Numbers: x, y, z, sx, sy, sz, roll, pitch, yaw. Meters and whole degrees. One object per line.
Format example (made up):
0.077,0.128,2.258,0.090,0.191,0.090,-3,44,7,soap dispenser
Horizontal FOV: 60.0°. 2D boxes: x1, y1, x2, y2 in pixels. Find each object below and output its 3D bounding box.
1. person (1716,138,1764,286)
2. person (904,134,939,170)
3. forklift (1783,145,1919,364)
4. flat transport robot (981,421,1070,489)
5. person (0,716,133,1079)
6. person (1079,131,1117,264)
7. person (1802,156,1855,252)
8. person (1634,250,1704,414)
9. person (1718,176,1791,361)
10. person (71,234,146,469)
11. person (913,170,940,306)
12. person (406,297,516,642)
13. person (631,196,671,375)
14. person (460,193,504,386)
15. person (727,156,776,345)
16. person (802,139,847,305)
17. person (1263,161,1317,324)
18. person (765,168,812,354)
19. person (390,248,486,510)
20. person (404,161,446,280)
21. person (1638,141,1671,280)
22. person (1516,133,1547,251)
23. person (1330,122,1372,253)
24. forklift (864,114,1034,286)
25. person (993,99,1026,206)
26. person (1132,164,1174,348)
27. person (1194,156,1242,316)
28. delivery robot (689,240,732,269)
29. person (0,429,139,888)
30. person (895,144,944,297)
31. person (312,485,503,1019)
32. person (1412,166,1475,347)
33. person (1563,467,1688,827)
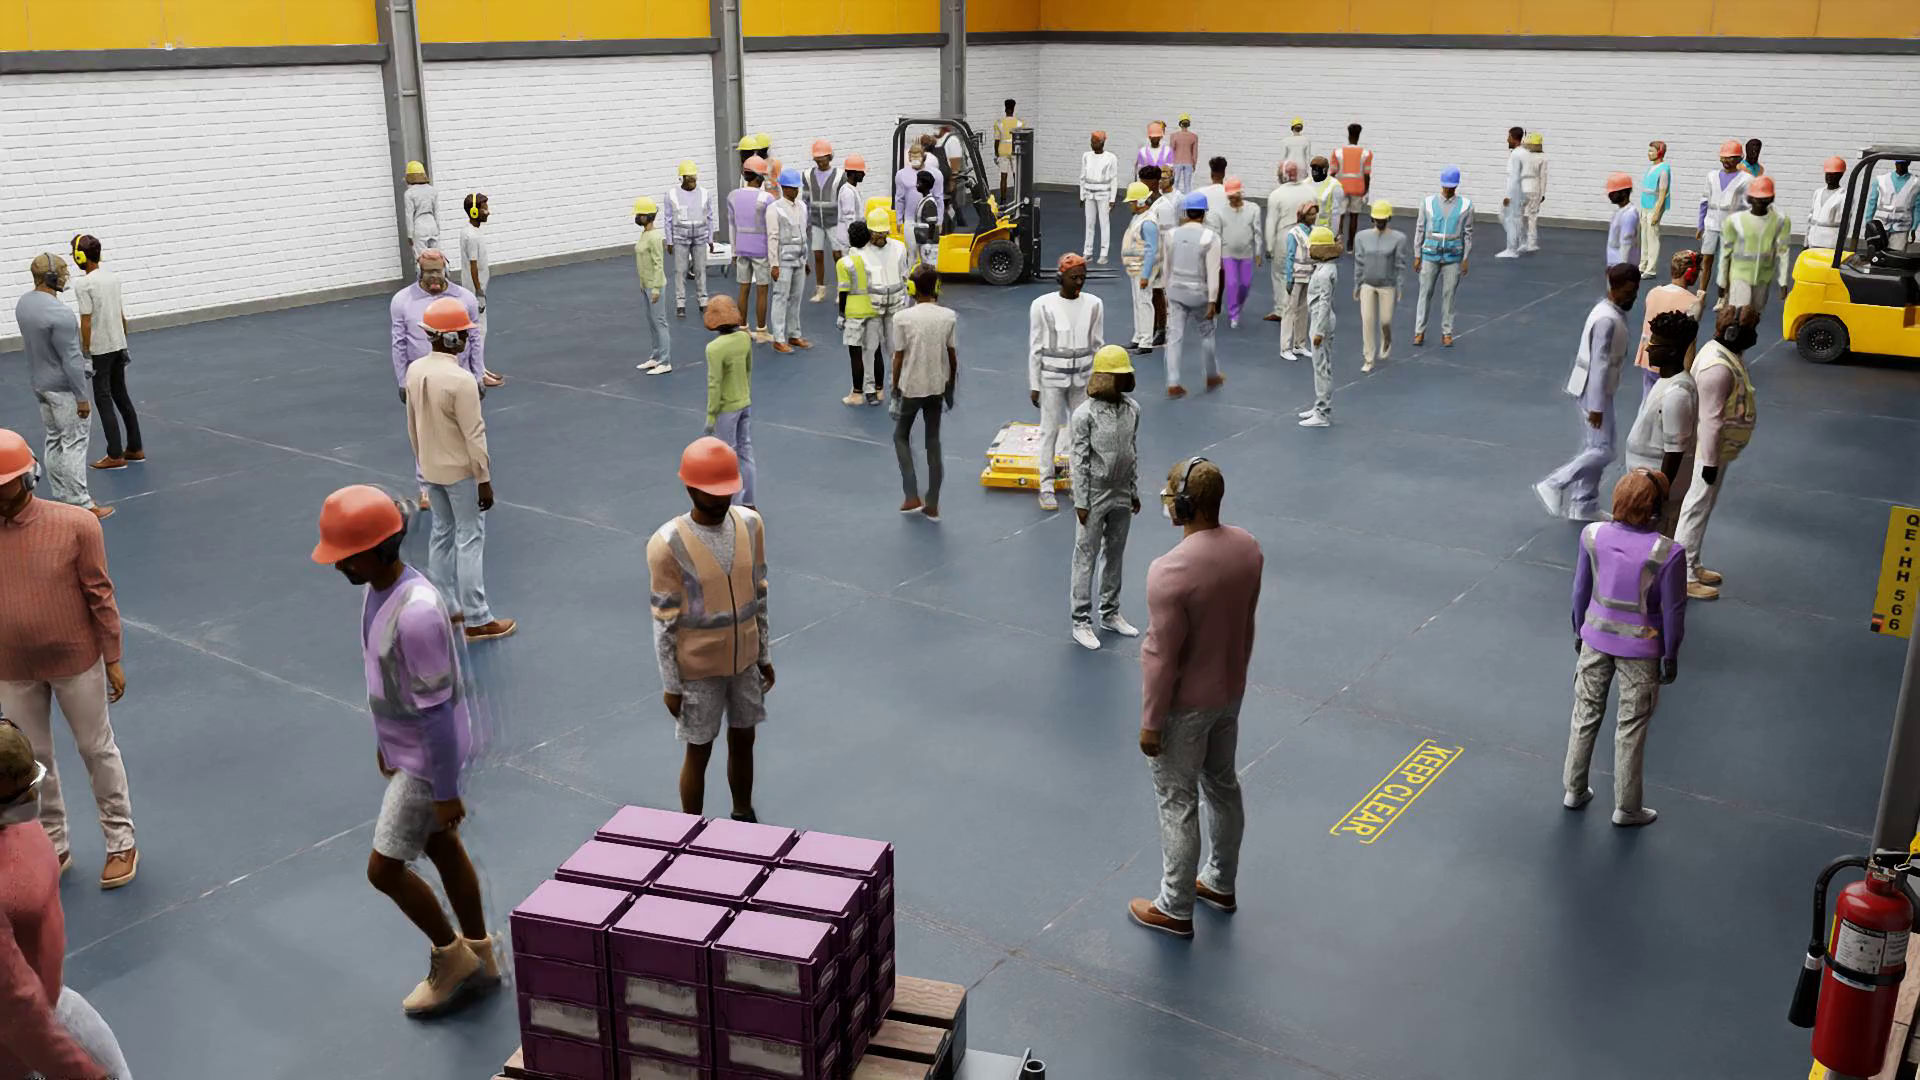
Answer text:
10.360,-4.353,22.073,0.590,1.916,0.391,-10,20,-29,person
-0.634,-5.003,24.305,0.764,1.810,0.434,10,20,28,person
9.803,-2.879,17.013,2.313,2.155,1.214,12,21,33,forklift
0.594,-0.696,13.296,0.652,0.197,1.431,3,18,9,flat transport robot
-2.380,1.313,4.409,0.934,1.877,0.657,-5,18,-15,person
1.975,-4.919,23.896,0.573,1.884,0.359,12,21,32,person
9.909,-3.415,19.104,0.355,1.939,0.552,-6,19,-18,person
5.307,-1.259,12.526,0.387,1.837,0.562,-4,18,-12,person
7.840,-2.599,16.477,0.610,1.993,1.053,3,18,10,person
-6.808,-1.492,13.230,0.330,1.856,0.531,3,18,8,person
-0.406,-3.595,20.055,0.316,1.695,0.541,-3,18,-10,person
-2.897,-0.401,9.583,0.623,1.992,0.392,14,22,37,person
-3.102,-2.547,16.663,0.312,1.771,0.524,-8,19,-24,person
-4.655,-2.416,16.114,0.325,1.861,0.512,-6,19,-17,person
-2.224,-3.146,18.118,0.611,2.032,0.411,9,20,26,person
-1.663,-3.915,20.525,0.610,2.033,0.420,5,18,15,person
3.835,-3.431,19.251,0.752,1.881,0.585,-6,19,-19,person
-1.802,-2.964,17.678,0.405,1.945,0.615,11,21,31,person
-3.792,-1.176,12.156,0.639,1.908,0.407,-7,19,-21,person
-6.726,-3.854,20.813,0.321,1.737,0.487,13,22,35,person
9.379,-4.455,22.505,0.390,1.846,0.565,1,18,2,person
8.651,-5.282,25.259,0.492,1.742,0.319,13,22,34,person
5.778,-5.200,24.684,0.609,1.945,0.720,5,18,14,person
-0.171,-4.594,22.377,2.313,2.155,1.214,1,18,3,forklift
0.917,-7.121,30.649,0.602,1.967,0.366,0,18,-1,person
2.085,-3.070,18.009,0.393,1.954,0.611,-5,19,-16,person
2.975,-3.504,19.437,0.613,1.915,1.007,2,18,6,person
-3.468,-3.928,22.792,0.707,0.478,0.477,-6,19,-19,delivery robot
-3.752,0.501,6.792,0.625,1.981,0.406,-4,18,-12,person
-0.513,-4.040,21.083,0.636,1.930,0.382,3,18,10,person
-1.944,0.763,5.912,0.534,2.007,0.664,-10,20,-28,person
5.219,-3.067,18.013,0.601,1.941,0.395,5,18,14,person
2.950,0.479,7.402,0.307,1.644,0.514,-15,23,-38,person
